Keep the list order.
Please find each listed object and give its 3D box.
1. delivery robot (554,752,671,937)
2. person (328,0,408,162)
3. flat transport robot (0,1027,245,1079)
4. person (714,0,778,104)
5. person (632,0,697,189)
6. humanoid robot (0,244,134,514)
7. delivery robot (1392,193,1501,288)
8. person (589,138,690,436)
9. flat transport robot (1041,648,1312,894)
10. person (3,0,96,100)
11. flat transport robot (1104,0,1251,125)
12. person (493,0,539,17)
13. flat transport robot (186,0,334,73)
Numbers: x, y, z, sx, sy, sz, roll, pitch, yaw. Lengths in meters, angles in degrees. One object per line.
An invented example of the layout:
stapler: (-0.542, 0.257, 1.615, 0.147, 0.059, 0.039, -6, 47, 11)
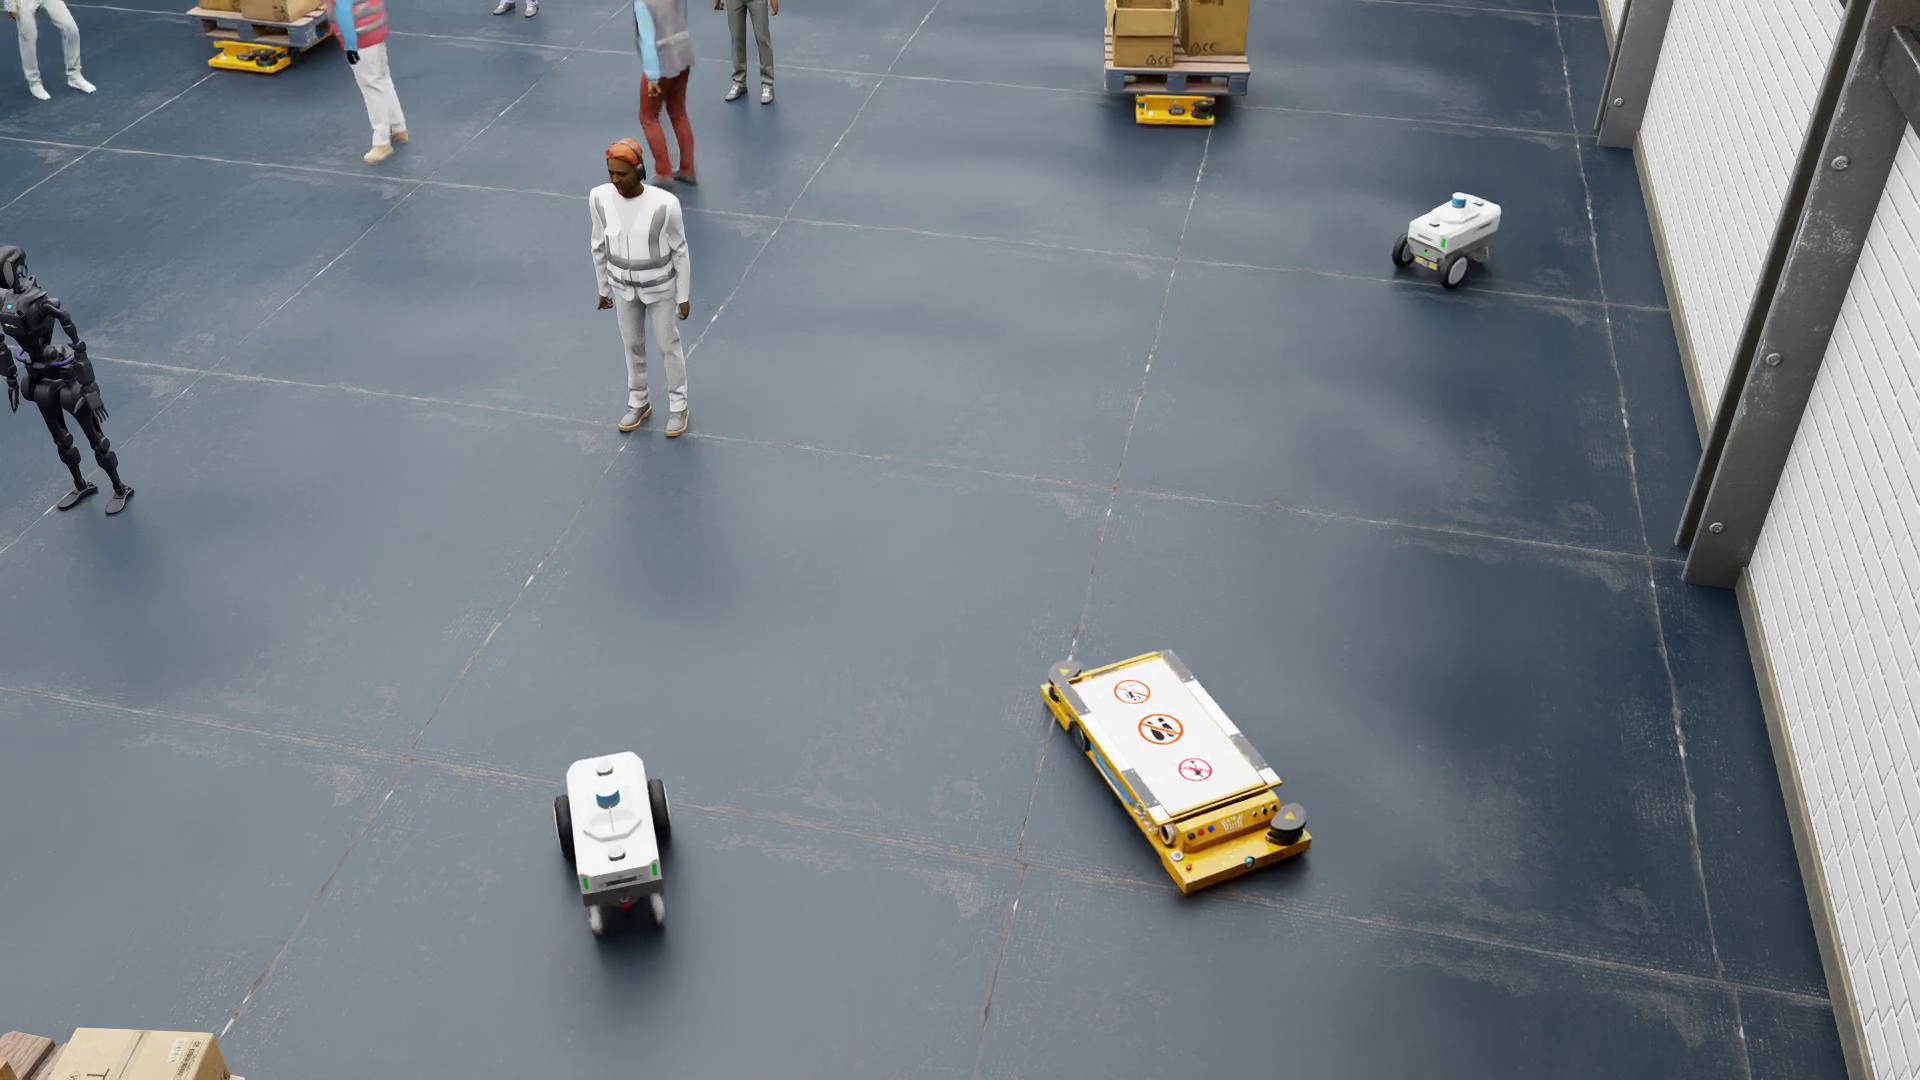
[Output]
delivery robot: (-1.510, 1.280, 7.270, 0.499, 0.599, 0.784, -9, 38, -12)
person: (-4.774, -3.973, 13.262, 0.434, 1.806, 0.736, 4, 37, 6)
flat transport robot: (-3.227, 2.506, 5.866, 1.431, 0.231, 0.659, 8, 37, 10)
person: (-1.807, -4.636, 14.107, 0.569, 1.840, 0.374, 8, 37, 10)
person: (-2.254, -3.635, 12.750, 0.476, 1.820, 0.580, 19, 41, 23)
humanoid robot: (-5.008, -0.877, 9.204, 0.599, 1.657, 0.315, 8, 37, 10)
delivery robot: (3.509, -2.178, 11.896, 0.769, 0.598, 0.499, -27, 44, -31)
person: (-1.878, -1.480, 9.850, 0.583, 1.882, 0.341, 8, 37, 10)
flat transport robot: (0.988, 1.021, 7.852, 0.659, 0.231, 1.431, -15, 39, -19)
person: (-7.884, -4.620, 14.197, 0.667, 1.712, 0.529, 17, 40, 21)
flat transport robot: (1.851, -3.987, 14.553, 0.659, 0.231, 1.431, 2, 37, 3)
person: (-4.326, -5.941, 15.852, 0.569, 1.843, 0.374, 8, 37, 10)
flat transport robot: (-6.314, -4.713, 15.526, 0.659, 0.231, 1.431, 9, 38, 12)
